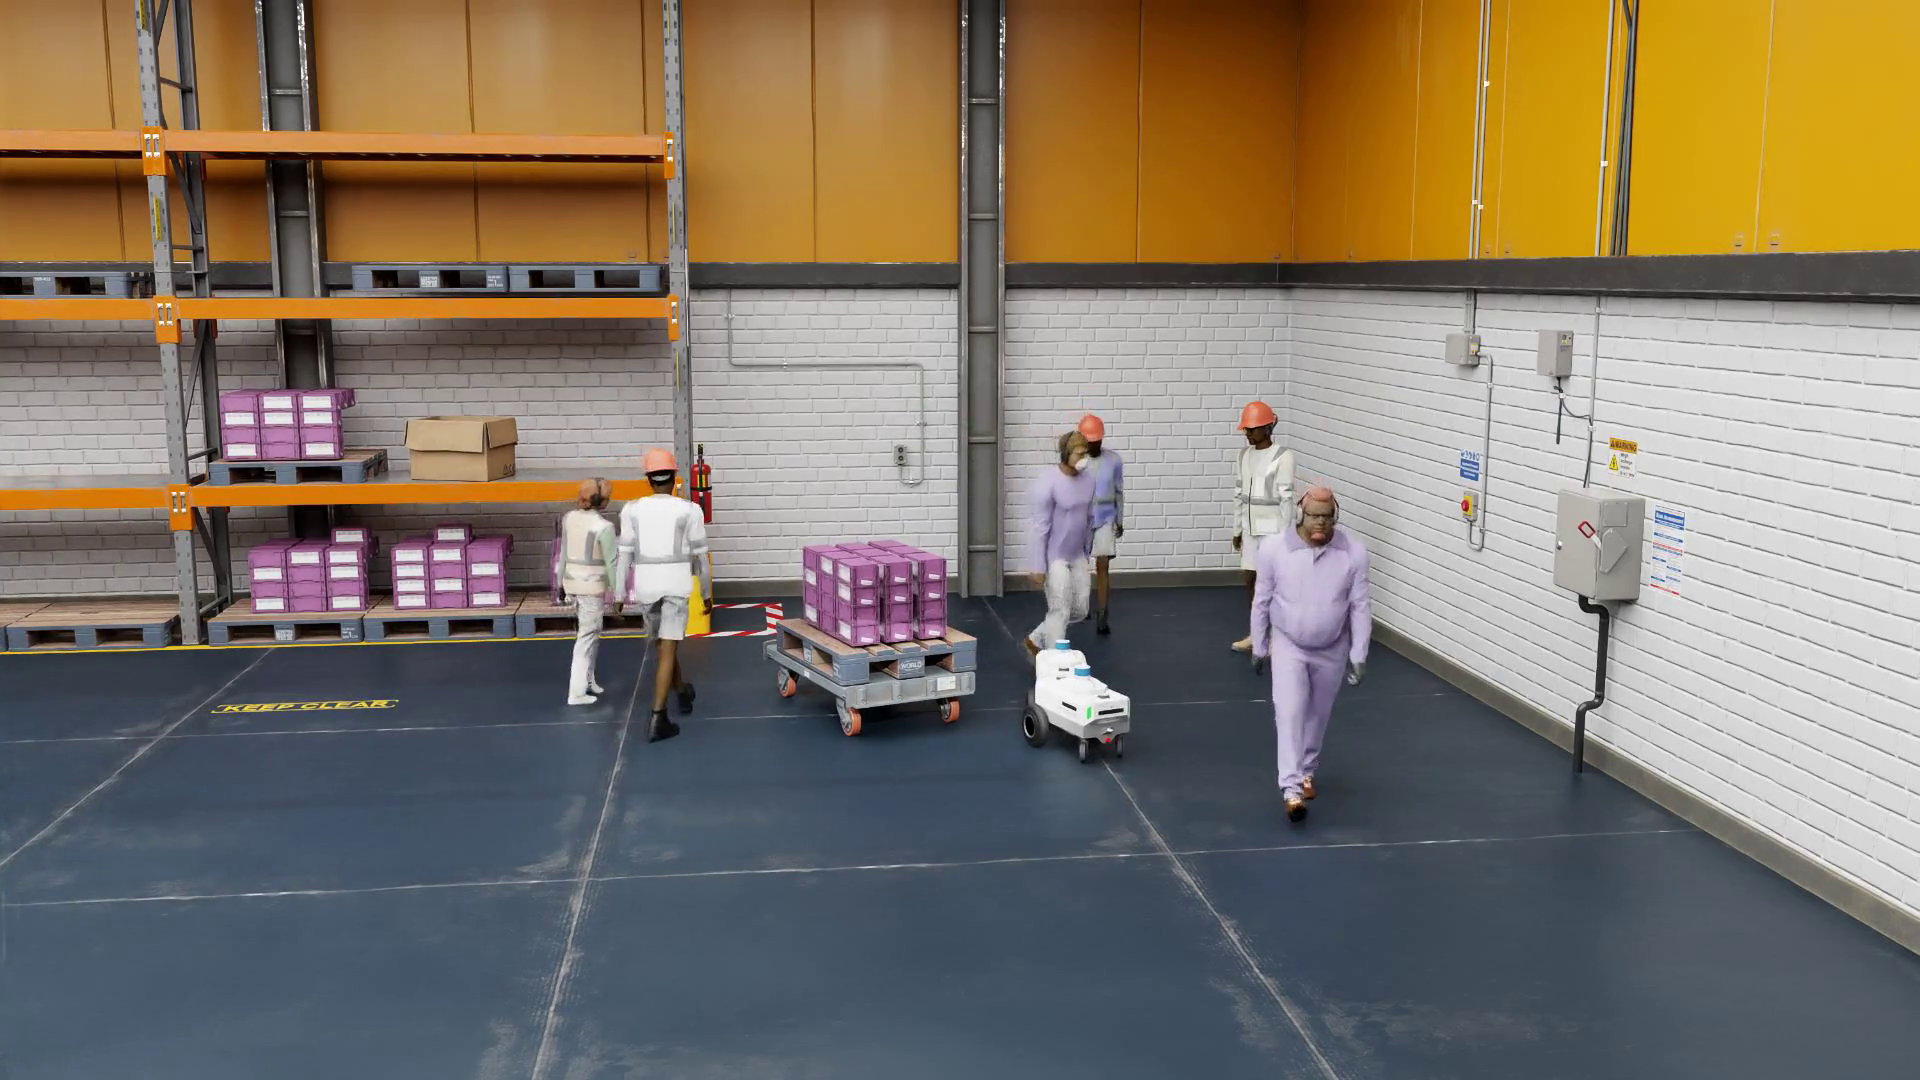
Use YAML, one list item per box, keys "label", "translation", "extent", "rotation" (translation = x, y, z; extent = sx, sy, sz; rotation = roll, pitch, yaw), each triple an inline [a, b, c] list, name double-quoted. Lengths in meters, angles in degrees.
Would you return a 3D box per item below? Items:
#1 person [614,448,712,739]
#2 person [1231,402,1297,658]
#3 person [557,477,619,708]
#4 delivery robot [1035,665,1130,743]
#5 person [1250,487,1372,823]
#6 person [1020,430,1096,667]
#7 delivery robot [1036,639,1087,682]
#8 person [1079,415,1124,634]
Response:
- label: "person"
  translation: [-1.961, 0.333, 11.078]
  extent: [0.572, 1.868, 1.002]
  rotation: [1, 9, 6]
- label: "person"
  translation: [2.374, -0.083, 13.198]
  extent: [0.409, 2.028, 0.618]
  rotation: [-6, 11, -33]
- label: "person"
  translation: [-2.563, 0.359, 11.673]
  extent: [0.540, 1.613, 0.564]
  rotation: [7, 12, 38]
- label: "delivery robot"
  translation: [0.772, 1.033, 10.507]
  extent: [0.477, 0.478, 0.707]
  rotation: [-4, 10, -26]
- label: "person"
  translation: [1.970, 0.630, 9.280]
  extent: [0.647, 1.846, 0.995]
  rotation: [0, 9, 2]
- label: "person"
  translation: [0.702, 0.139, 12.145]
  extent: [0.589, 1.916, 0.656]
  rotation: [8, 12, 42]
- label: "delivery robot"
  translation: [0.690, 0.916, 11.234]
  extent: [0.477, 0.478, 0.707]
  rotation: [0, 9, 1]
- label: "person"
  translation: [1.132, -0.167, 14.270]
  extent: [0.586, 1.860, 1.025]
  rotation: [-1, 9, -3]
